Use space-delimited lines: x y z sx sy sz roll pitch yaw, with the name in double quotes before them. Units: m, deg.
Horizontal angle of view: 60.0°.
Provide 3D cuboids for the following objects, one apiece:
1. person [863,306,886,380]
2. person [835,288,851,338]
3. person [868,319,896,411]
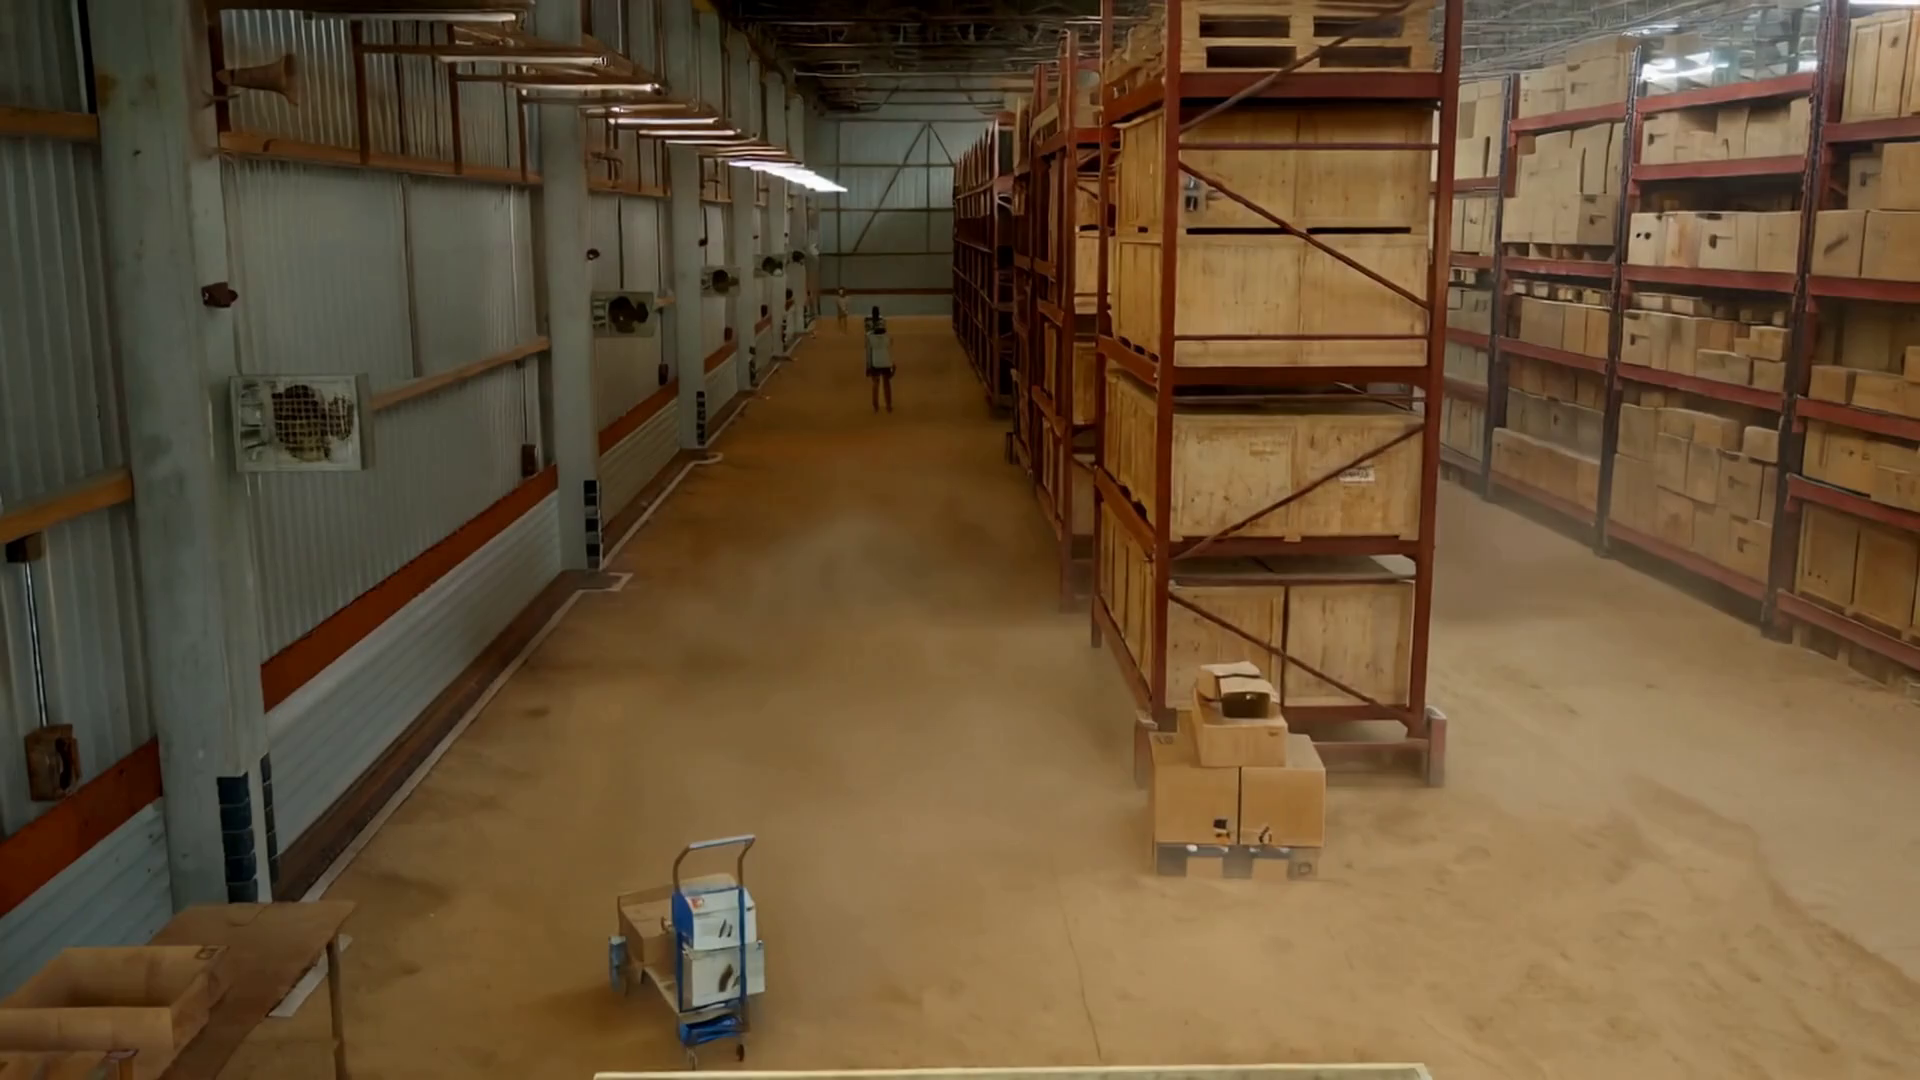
"person" -2.190 -5.068 42.768 0.597 1.906 0.414 -2 11 -12
"person" -4.053 -7.880 57.795 0.564 1.747 0.339 -1 11 -6
"person" -1.676 -3.754 35.718 0.613 1.988 0.403 -3 11 -15
